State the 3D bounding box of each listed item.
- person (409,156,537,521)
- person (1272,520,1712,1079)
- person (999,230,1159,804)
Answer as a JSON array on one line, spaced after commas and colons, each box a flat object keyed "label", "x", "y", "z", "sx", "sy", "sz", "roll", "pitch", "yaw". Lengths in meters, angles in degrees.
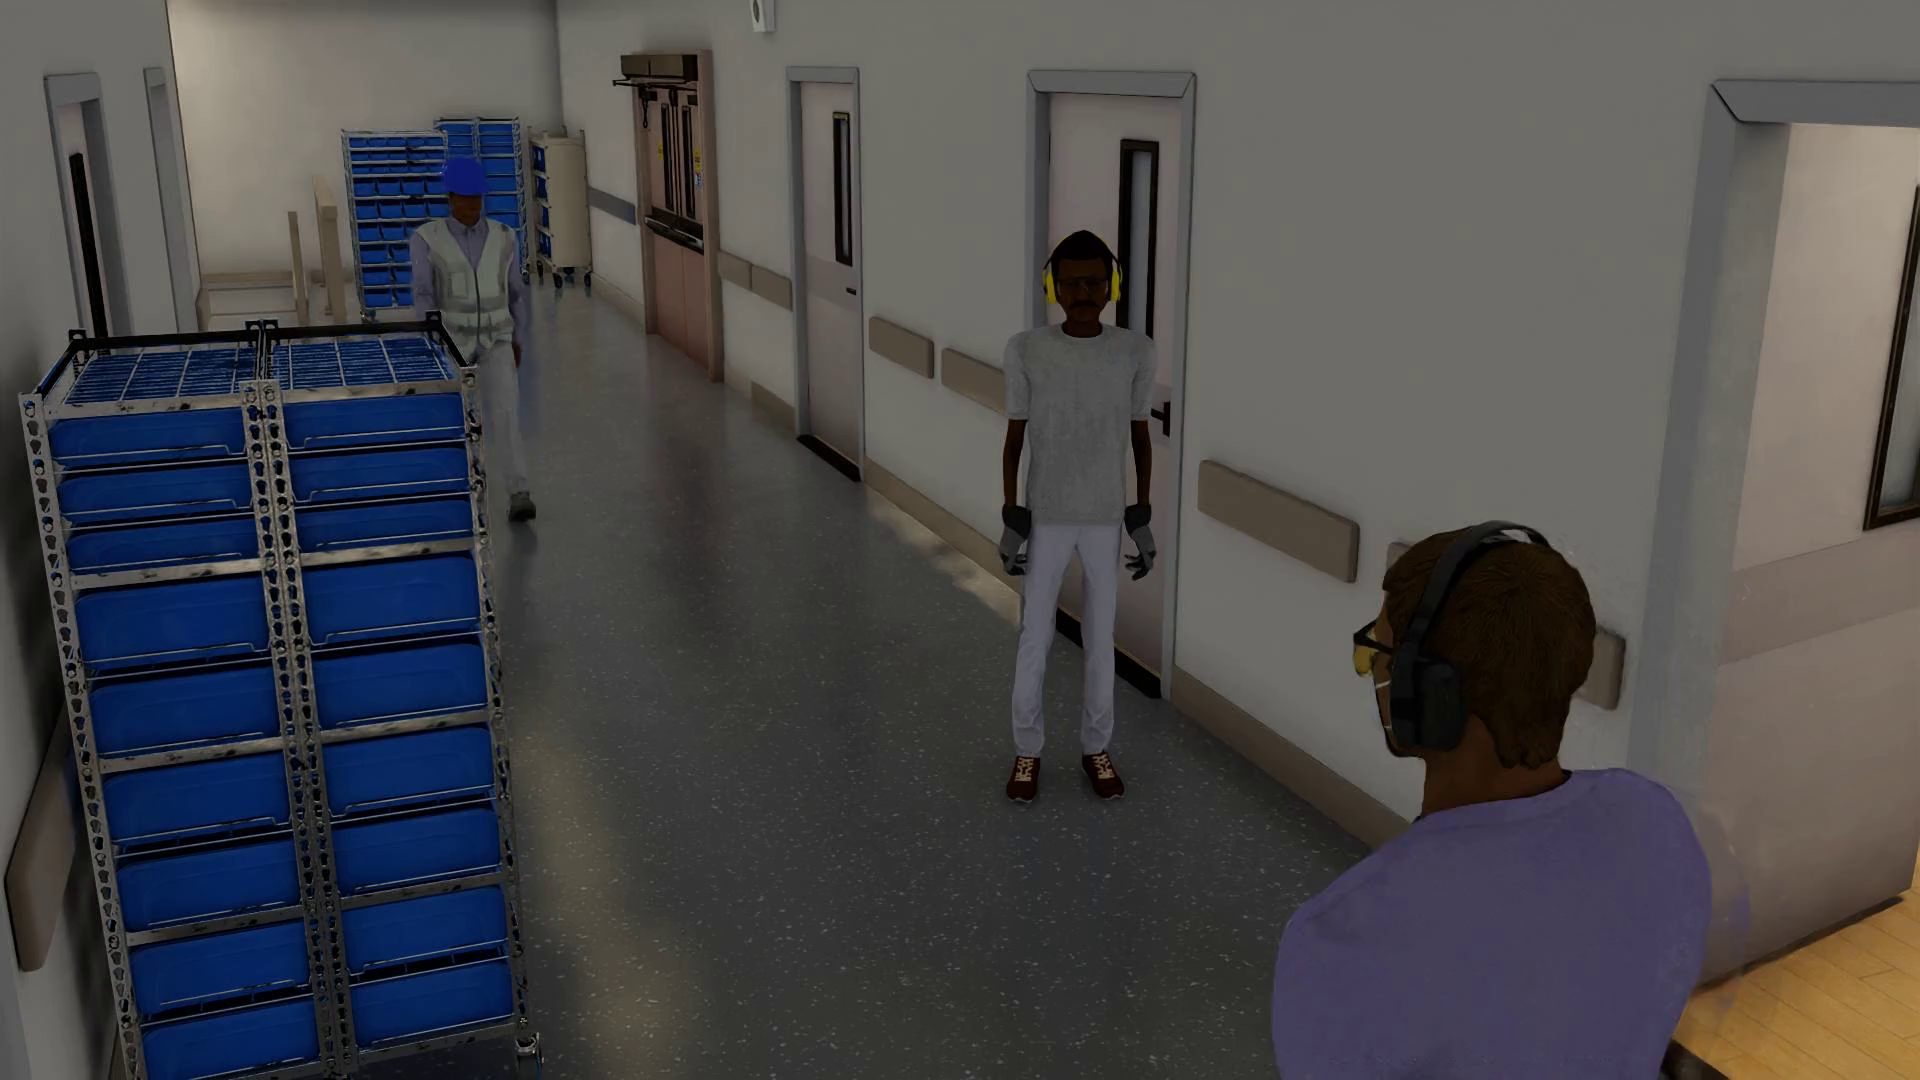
[{"label": "person", "x": -2.556, "y": -1.050, "z": 8.769, "sx": 0.601, "sy": 1.894, "sz": 1.015, "roll": -9, "pitch": 18, "yaw": -28}, {"label": "person", "x": 0.543, "y": 0.904, "z": 1.945, "sx": 0.635, "sy": 1.923, "sz": 0.456, "roll": -9, "pitch": 18, "yaw": -28}, {"label": "person", "x": 0.382, "y": -0.058, "z": 5.362, "sx": 0.513, "sy": 1.872, "sz": 0.331, "roll": -1, "pitch": 16, "yaw": -2}]
